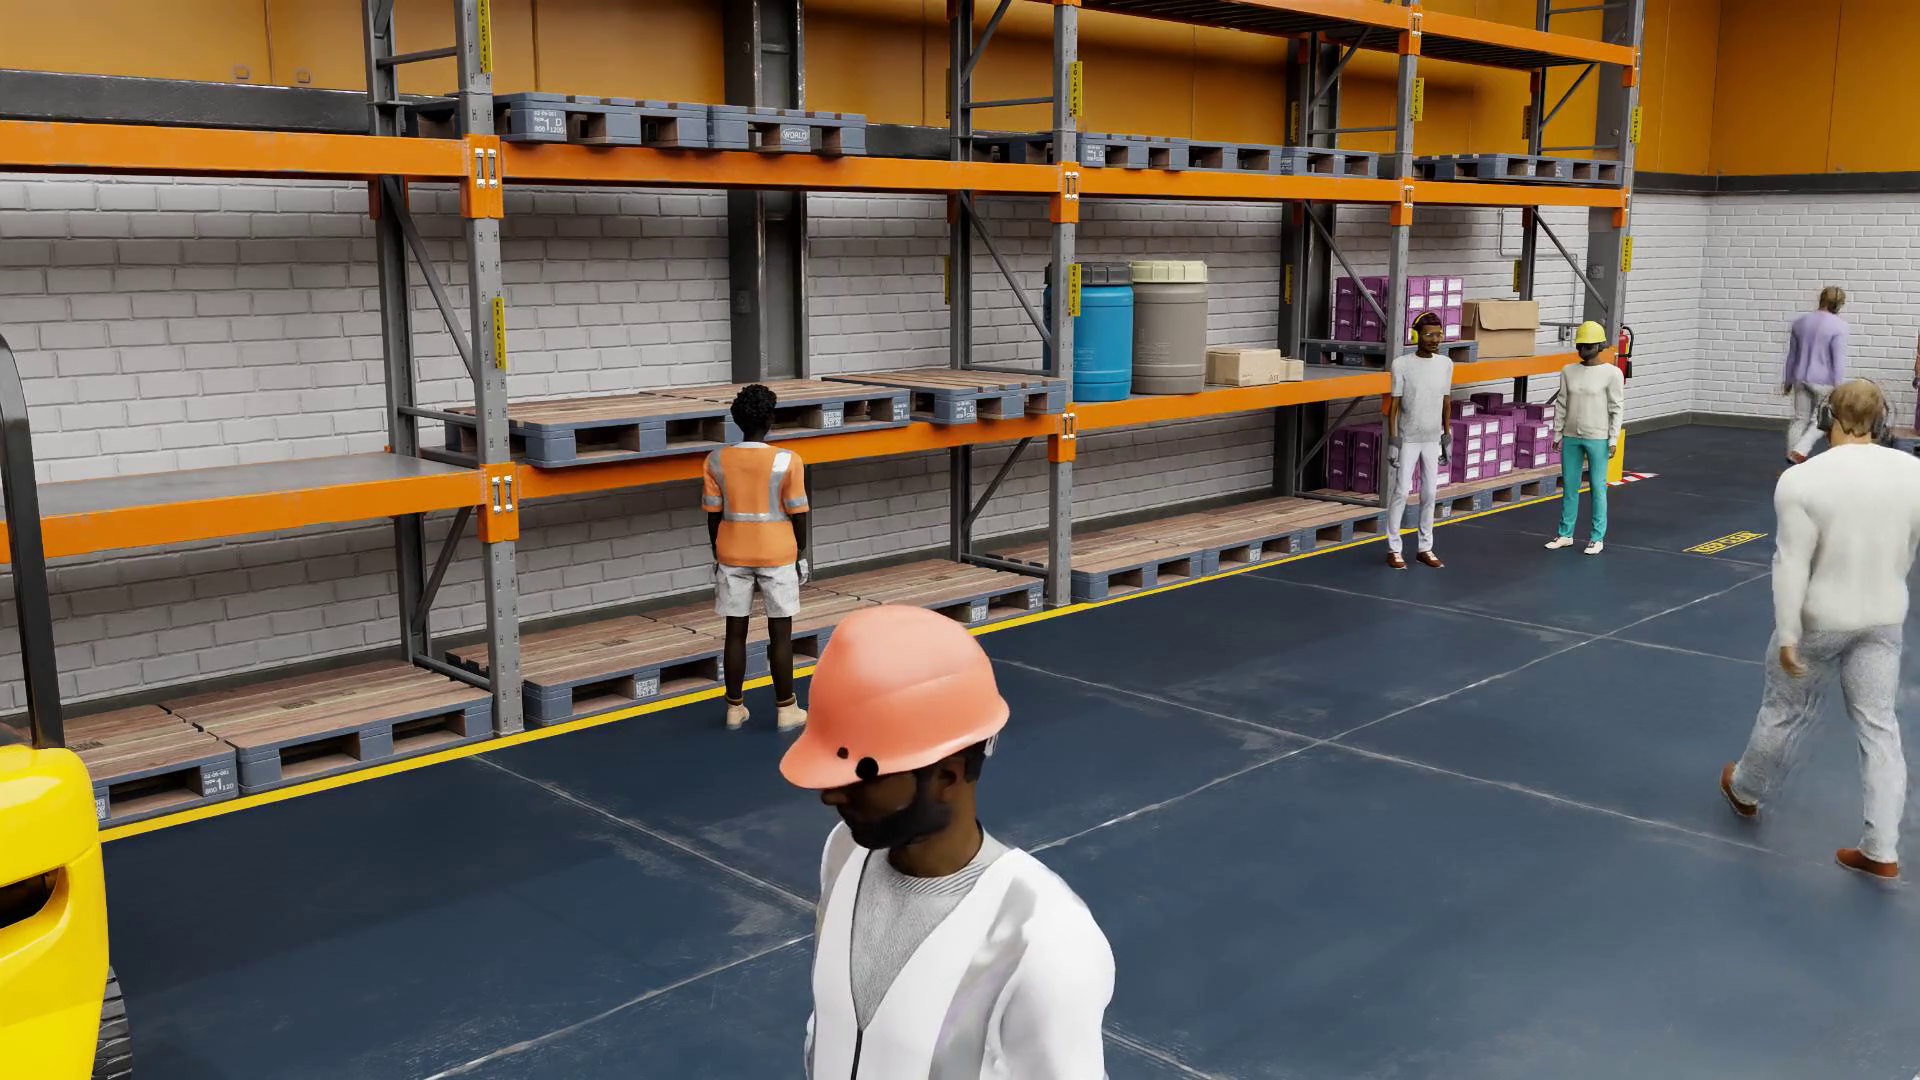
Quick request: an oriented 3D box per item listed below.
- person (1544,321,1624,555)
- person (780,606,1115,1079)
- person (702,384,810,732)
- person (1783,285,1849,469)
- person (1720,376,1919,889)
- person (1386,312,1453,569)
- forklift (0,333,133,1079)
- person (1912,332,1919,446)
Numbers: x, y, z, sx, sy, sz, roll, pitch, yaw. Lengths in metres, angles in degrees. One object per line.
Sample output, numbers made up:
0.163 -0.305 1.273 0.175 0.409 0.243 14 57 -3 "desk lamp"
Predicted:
4.732 -0.771 12.605 0.325 1.765 0.534 -9 13 -39 "person"
-0.055 1.030 2.333 0.374 1.929 0.542 -9 14 -41 "person"
-0.979 0.094 8.071 0.535 1.697 0.318 2 11 11 "person"
8.472 -1.560 16.499 0.448 1.918 0.728 -4 11 -21 "person"
3.384 0.315 6.428 0.617 1.877 1.009 0 10 1 "person"
3.329 -0.713 12.032 0.514 1.862 0.325 -3 11 -14 "person"
-3.289 0.485 4.582 1.214 2.155 2.313 -10 14 -44 "forklift"
10.948 -1.813 18.619 0.515 1.641 0.314 1 10 7 "person"
